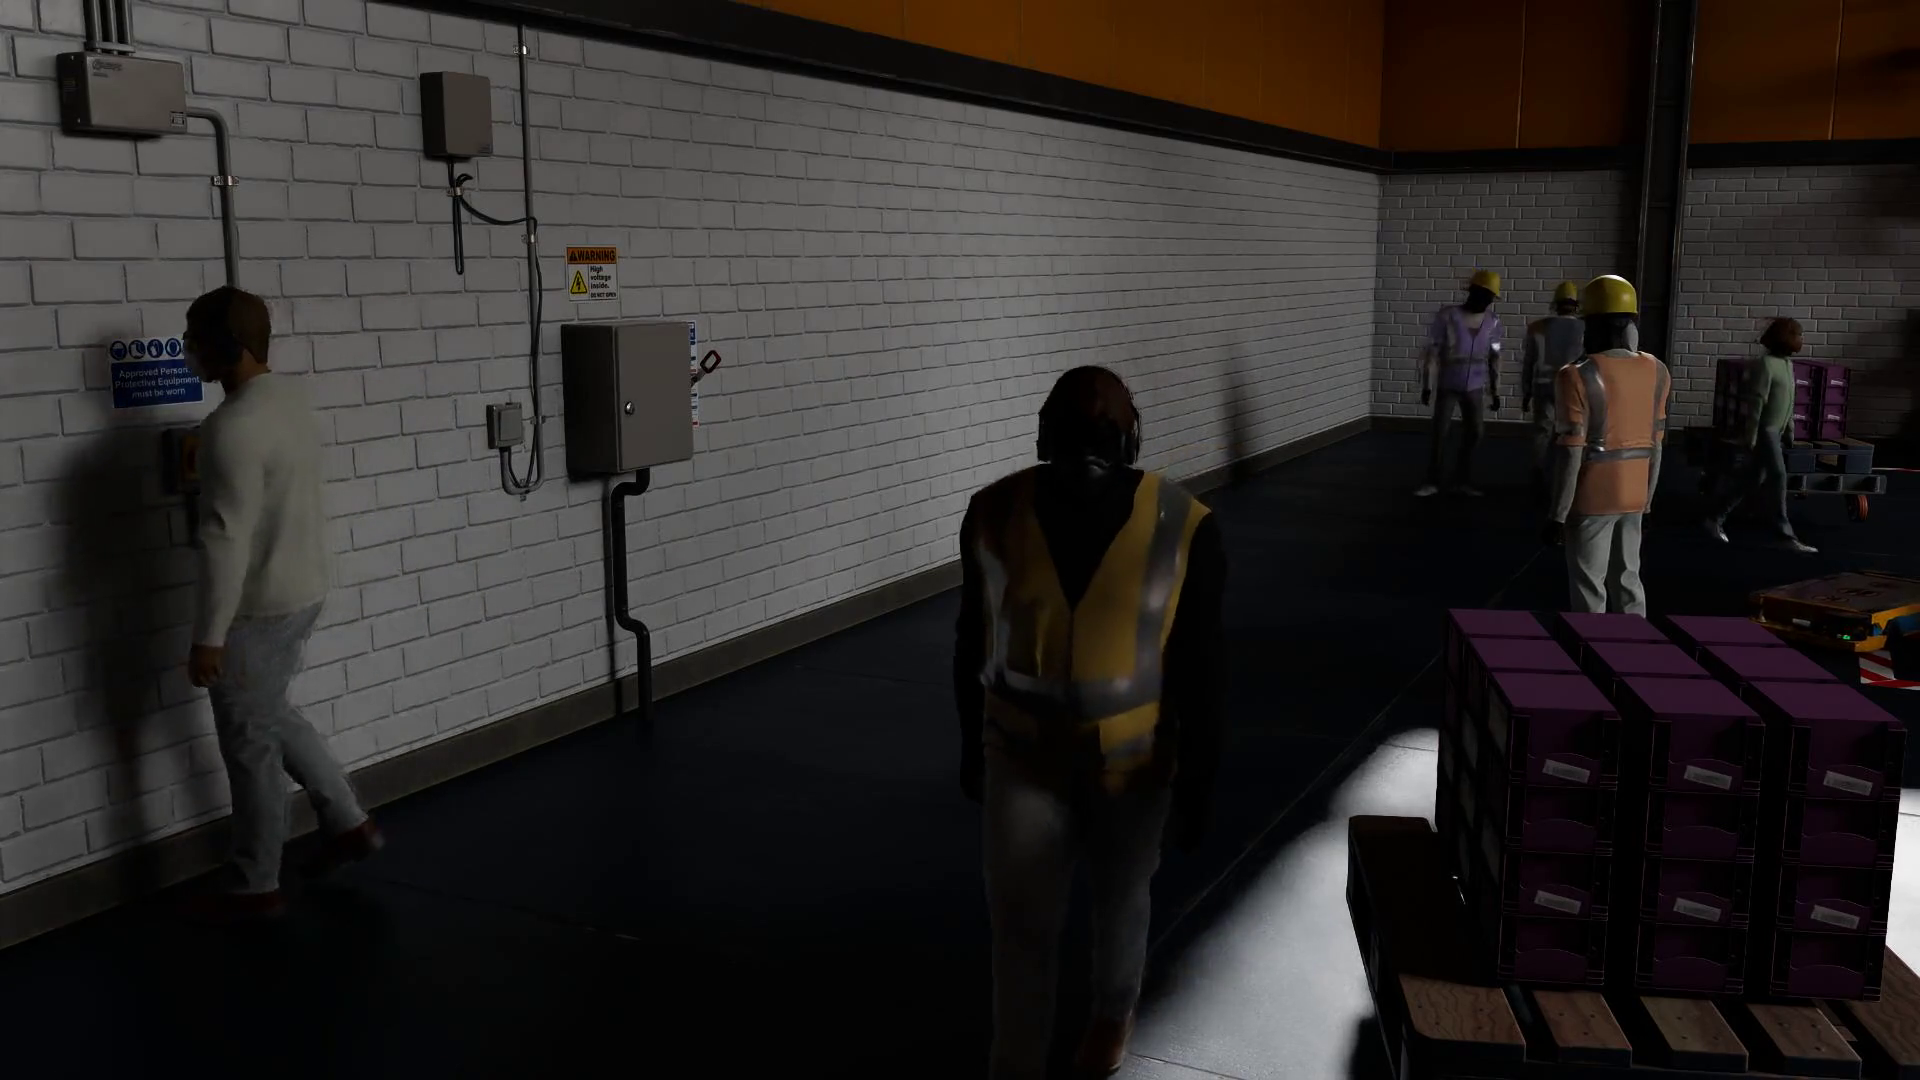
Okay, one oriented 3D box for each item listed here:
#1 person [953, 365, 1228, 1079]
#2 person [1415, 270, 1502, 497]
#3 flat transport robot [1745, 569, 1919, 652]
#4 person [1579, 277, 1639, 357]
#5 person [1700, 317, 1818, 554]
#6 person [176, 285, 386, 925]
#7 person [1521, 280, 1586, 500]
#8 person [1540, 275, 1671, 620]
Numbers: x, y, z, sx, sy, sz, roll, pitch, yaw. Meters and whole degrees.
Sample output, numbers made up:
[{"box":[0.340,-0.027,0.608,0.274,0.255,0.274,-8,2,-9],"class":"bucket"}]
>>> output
[{"box":[0.279,0.498,3.770,0.641,1.781,0.981,2,10,11],"class":"person"},{"box":[4.102,-1.271,13.699,0.694,1.883,0.397,-1,10,-7],"class":"person"},{"box":[4.830,0.363,8.893,1.431,0.197,0.652,-7,12,-35],"class":"flat transport robot"},{"box":[5.183,-1.220,13.551,0.403,1.827,0.599,-8,12,-38],"class":"person"},{"box":[5.524,-0.737,11.440,0.802,1.598,0.521,9,13,43],"class":"person"},{"box":[-2.125,0.207,4.994,0.514,1.929,0.665,-1,10,-7],"class":"person"},{"box":[4.888,-1.214,13.601,0.600,1.808,0.795,5,11,26],"class":"person"},{"box":[2.771,-0.175,7.212,0.589,1.927,0.386,-4,11,-23],"class":"person"}]
